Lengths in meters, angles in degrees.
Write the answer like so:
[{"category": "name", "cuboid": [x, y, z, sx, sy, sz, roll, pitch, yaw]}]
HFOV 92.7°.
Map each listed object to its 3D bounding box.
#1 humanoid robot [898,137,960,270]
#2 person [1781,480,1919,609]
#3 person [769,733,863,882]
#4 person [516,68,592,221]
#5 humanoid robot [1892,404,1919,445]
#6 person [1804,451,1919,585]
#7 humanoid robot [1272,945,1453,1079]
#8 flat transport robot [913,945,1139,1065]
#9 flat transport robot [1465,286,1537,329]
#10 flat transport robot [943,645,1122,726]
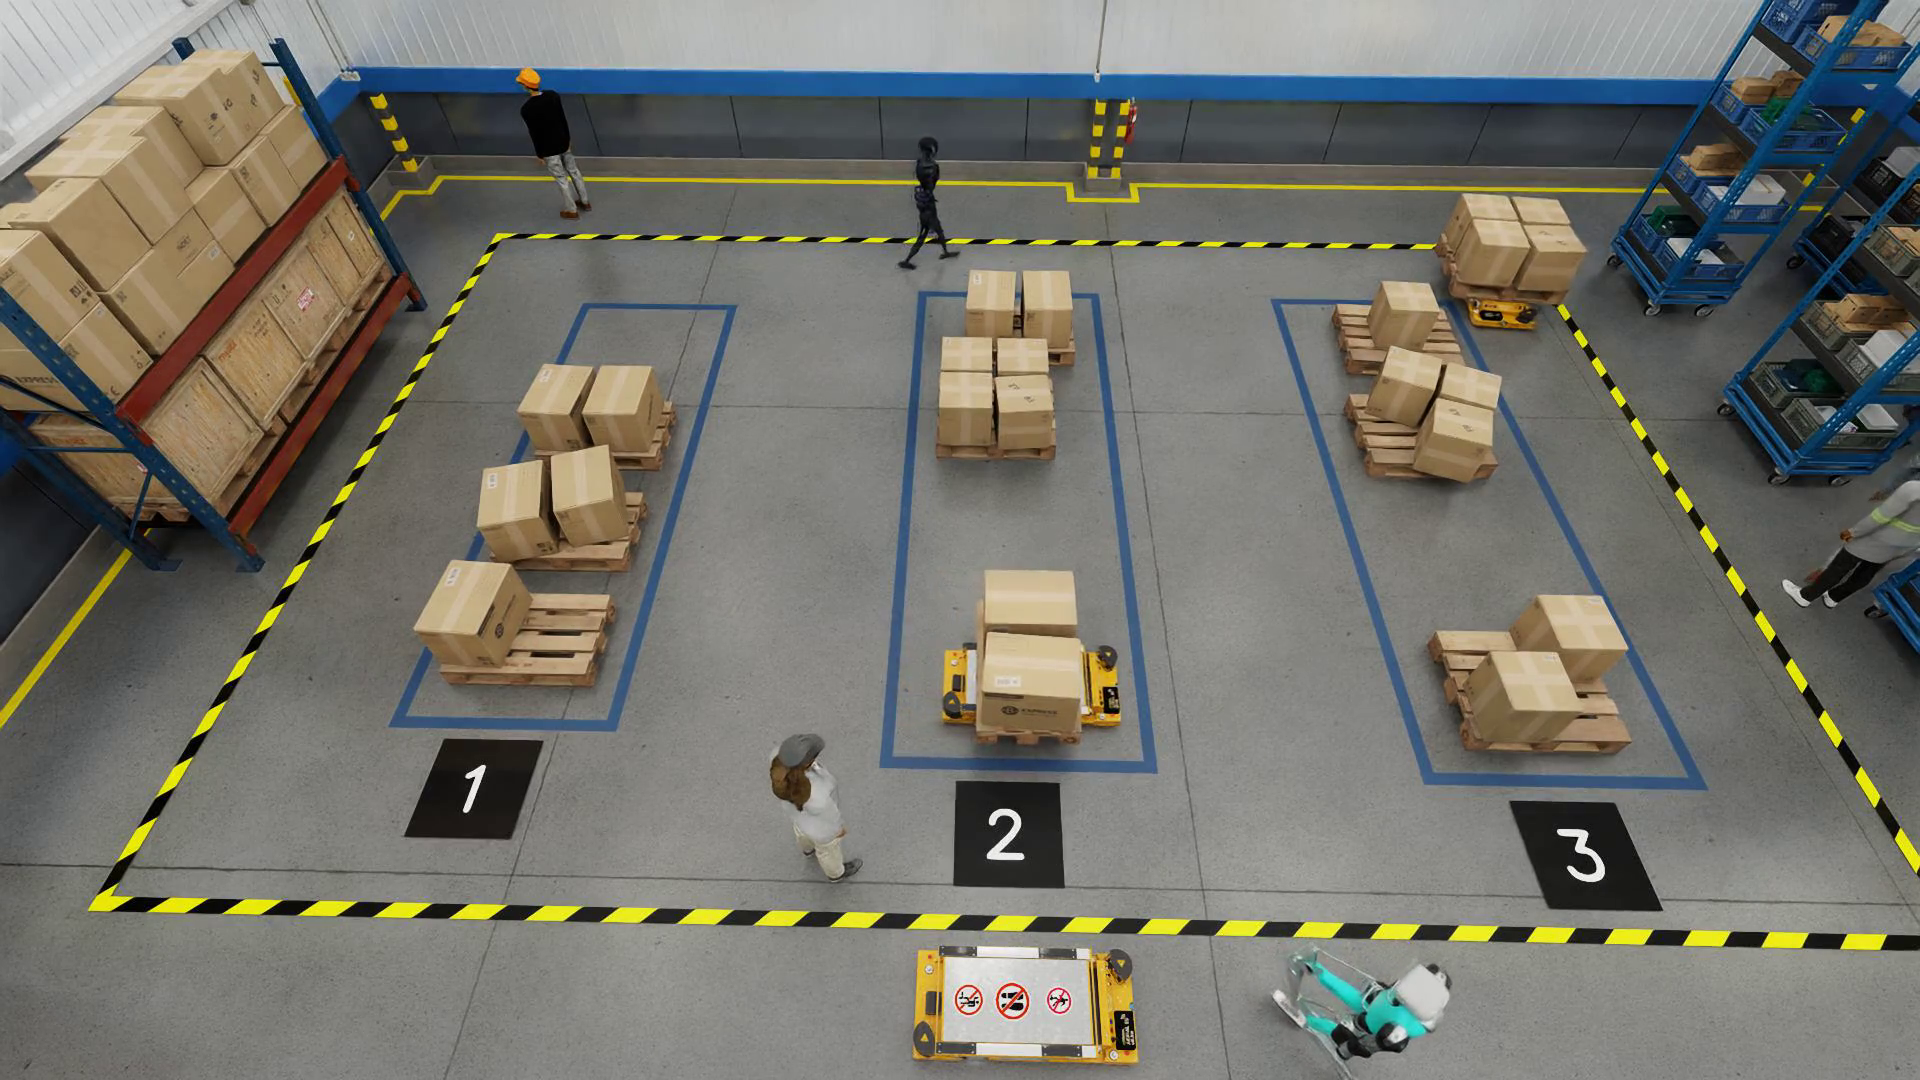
[{"category": "humanoid robot", "cuboid": [-0.384, -3.974, 10.853, 0.802, 1.623, 0.610, -8, 51, -6]}, {"category": "person", "cuboid": [7.620, -0.071, 7.522, 0.588, 1.852, 0.371, 4, 51, 3]}, {"category": "person", "cuboid": [-0.980, 1.786, 6.062, 0.396, 1.768, 0.563, -37, 60, -26]}, {"category": "person", "cuboid": [-5.079, -4.923, 11.458, 0.361, 1.884, 0.587, 22, 54, 17]}, {"category": "humanoid robot", "cuboid": [9.882, -1.677, 8.995, 0.600, 1.634, 0.841, 23, 54, 18]}, {"category": "person", "cuboid": [8.037, -0.287, 7.652, 0.711, 1.921, 0.655, -24, 55, -18]}, {"category": "humanoid robot", "cuboid": [2.250, 2.705, 5.338, 0.554, 1.737, 1.041, -35, 59, -25]}, {"category": "flat transport robot", "cuboid": [0.422, 3.041, 6.007, 1.431, 0.231, 0.659, 1, 51, 1]}, {"category": "flat transport robot", "cuboid": [6.358, -3.062, 10.964, 0.652, 0.197, 1.431, 6, 51, 5]}, {"category": "flat transport robot", "cuboid": [0.584, 1.174, 7.511, 1.431, 0.197, 0.652, 1, 51, 1]}]
